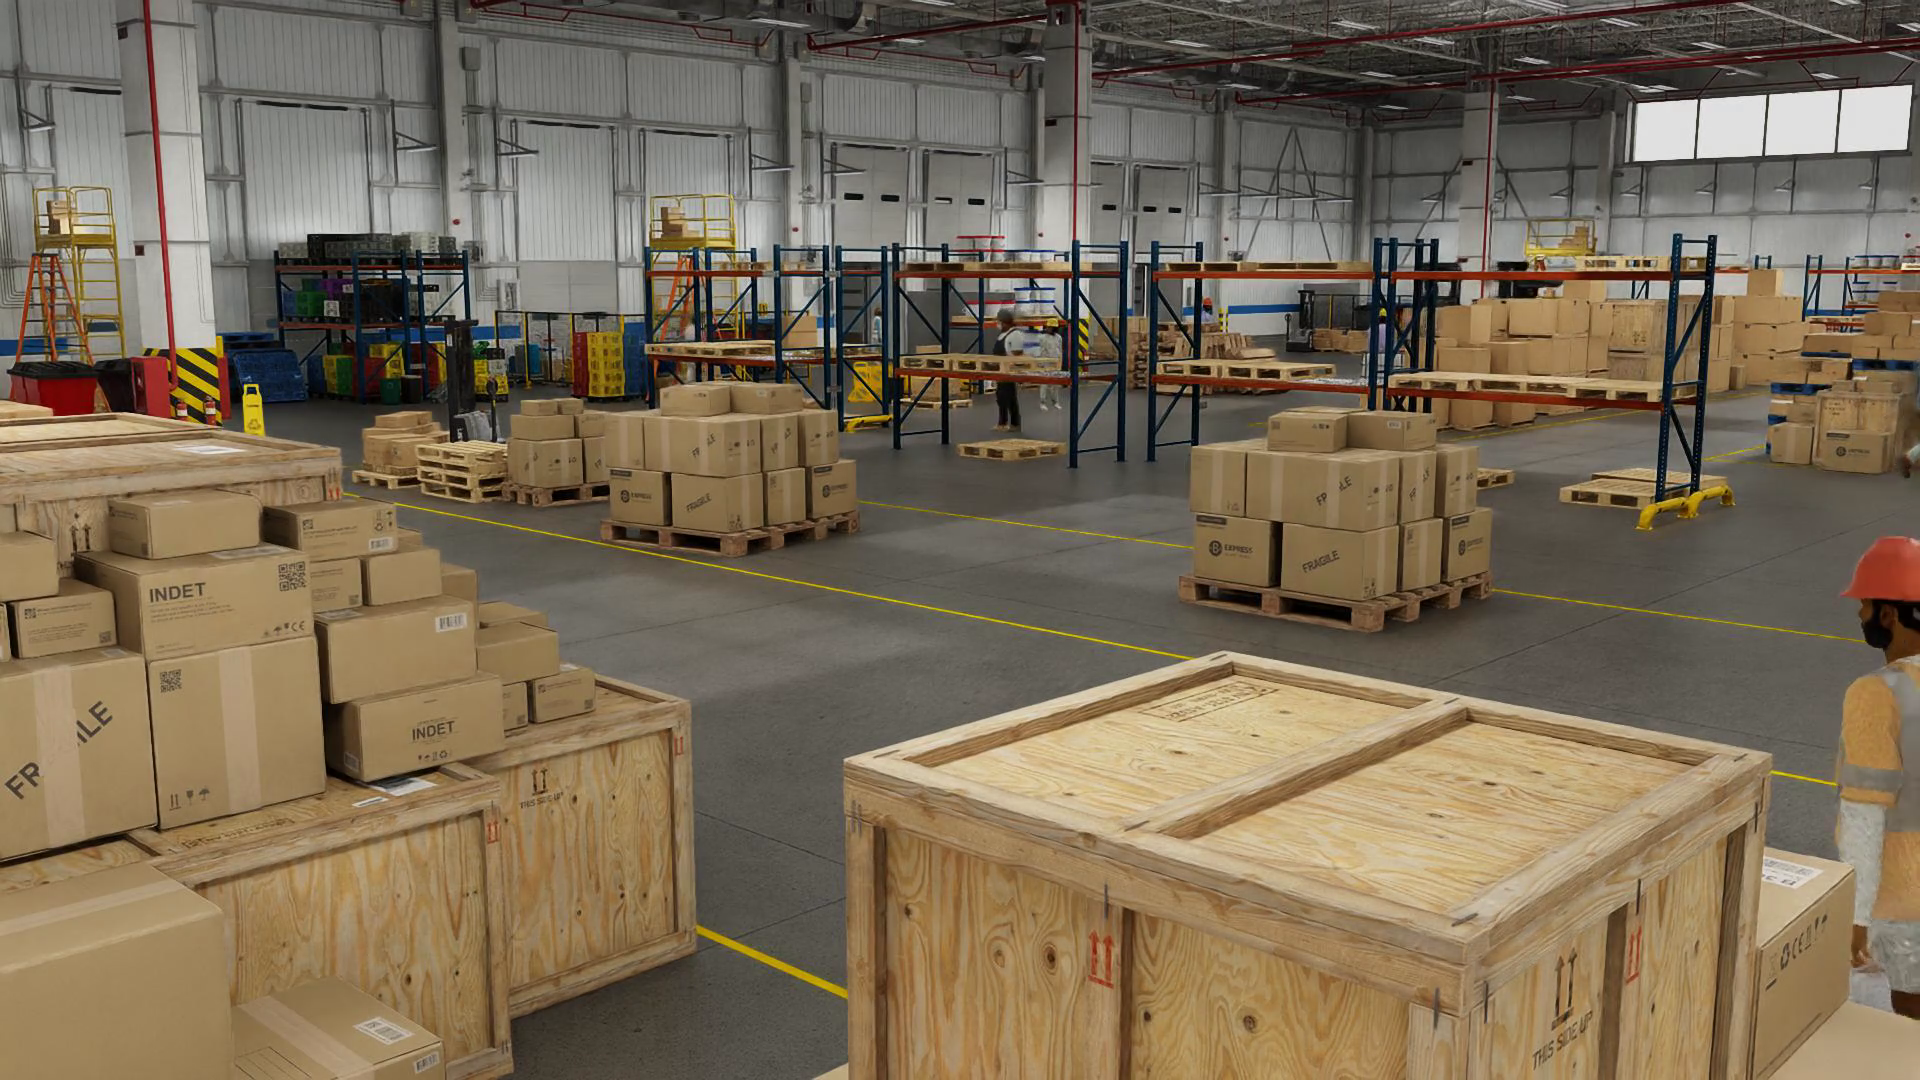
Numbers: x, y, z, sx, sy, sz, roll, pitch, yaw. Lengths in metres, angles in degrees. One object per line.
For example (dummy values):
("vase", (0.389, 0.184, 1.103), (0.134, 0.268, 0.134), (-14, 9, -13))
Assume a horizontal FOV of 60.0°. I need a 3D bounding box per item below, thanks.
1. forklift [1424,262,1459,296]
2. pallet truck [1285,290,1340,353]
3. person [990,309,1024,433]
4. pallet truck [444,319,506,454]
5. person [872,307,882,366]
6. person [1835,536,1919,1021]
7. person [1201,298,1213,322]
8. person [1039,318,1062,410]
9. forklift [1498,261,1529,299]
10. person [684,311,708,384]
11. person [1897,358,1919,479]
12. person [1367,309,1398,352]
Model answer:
("forklift", (13.053, -6.141, 45.195), (1.129, 2.768, 1.873), (4, 10, 24))
("pallet truck", (11.297, -6.951, 52.861), (1.885, 1.965, 0.823), (-5, 11, -29))
("person", (0.695, -2.752, 26.983), (0.767, 2.000, 0.698), (-3, 10, -18))
("pallet truck", (-6.981, -1.942, 22.150), (1.885, 1.965, 0.823), (1, 9, 9))
("person", (-2.188, -5.399, 44.472), (0.324, 1.631, 0.522), (-1, 9, -7))
("person", (2.572, 0.936, 4.746), (0.587, 1.909, 0.729), (-5, 10, -26))
("person", (6.137, -5.053, 41.409), (0.359, 1.936, 0.552), (3, 10, 20))
("person", (1.732, -3.325, 31.439), (0.485, 1.736, 0.321), (-5, 11, -29))
("forklift", (12.609, -4.985, 38.106), (1.873, 2.768, 1.129), (9, 13, 43))
("person", (-4.874, -3.229, 30.368), (0.881, 1.910, 0.643), (-9, 13, -44))
("person", (12.107, -1.671, 20.793), (0.780, 1.911, 0.643), (-2, 9, -12))
("person", (8.249, -3.564, 32.446), (0.615, 1.872, 0.970), (4, 10, 24))
